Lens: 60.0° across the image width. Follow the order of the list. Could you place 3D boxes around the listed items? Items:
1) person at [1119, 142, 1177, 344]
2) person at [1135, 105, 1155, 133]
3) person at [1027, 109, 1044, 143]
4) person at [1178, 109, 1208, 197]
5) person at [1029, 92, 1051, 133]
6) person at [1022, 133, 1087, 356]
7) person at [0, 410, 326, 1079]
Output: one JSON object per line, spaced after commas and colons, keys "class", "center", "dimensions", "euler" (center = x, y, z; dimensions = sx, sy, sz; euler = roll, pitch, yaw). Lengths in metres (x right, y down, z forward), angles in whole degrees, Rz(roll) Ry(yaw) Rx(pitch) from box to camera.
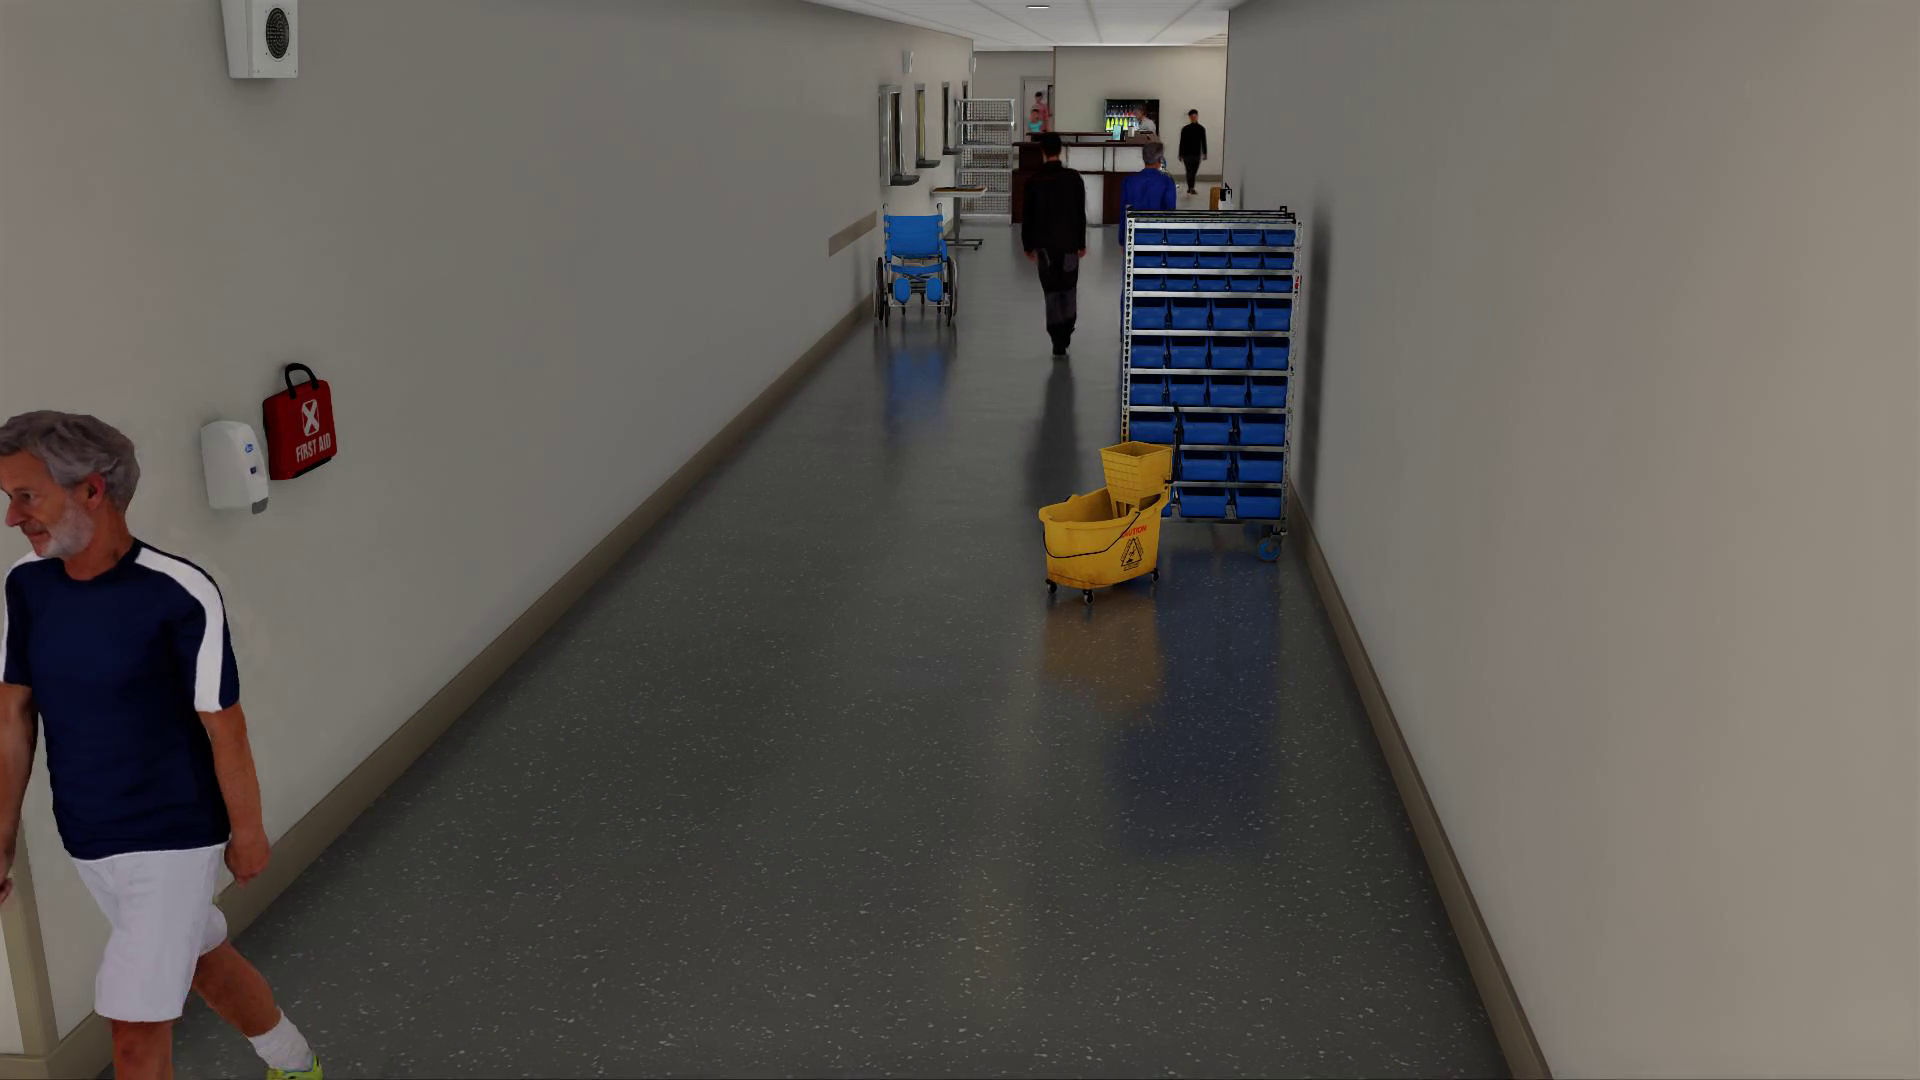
{"class": "person", "center": [1.711, -2.721, 15.269], "dimensions": [0.643, 1.826, 0.846], "euler": [7, 17, 25]}
{"class": "person", "center": [3.852, -7.810, 33.422], "dimensions": [0.883, 1.771, 0.811], "euler": [8, 17, 25]}
{"class": "person", "center": [1.873, -9.770, 40.841], "dimensions": [1.032, 1.518, 0.714], "euler": [4, 16, 14]}
{"class": "person", "center": [4.642, -7.735, 33.336], "dimensions": [1.090, 1.672, 0.961], "euler": [-4, 16, -13]}
{"class": "person", "center": [2.044, -10.227, 41.728], "dimensions": [1.113, 1.916, 1.078], "euler": [11, 19, 34]}
{"class": "person", "center": [0.847, -2.558, 14.541], "dimensions": [0.957, 1.908, 0.885], "euler": [-1, 16, -4]}
{"class": "person", "center": [-1.673, 0.611, 3.549], "dimensions": [1.204, 1.773, 0.918], "euler": [5, 16, 17]}
